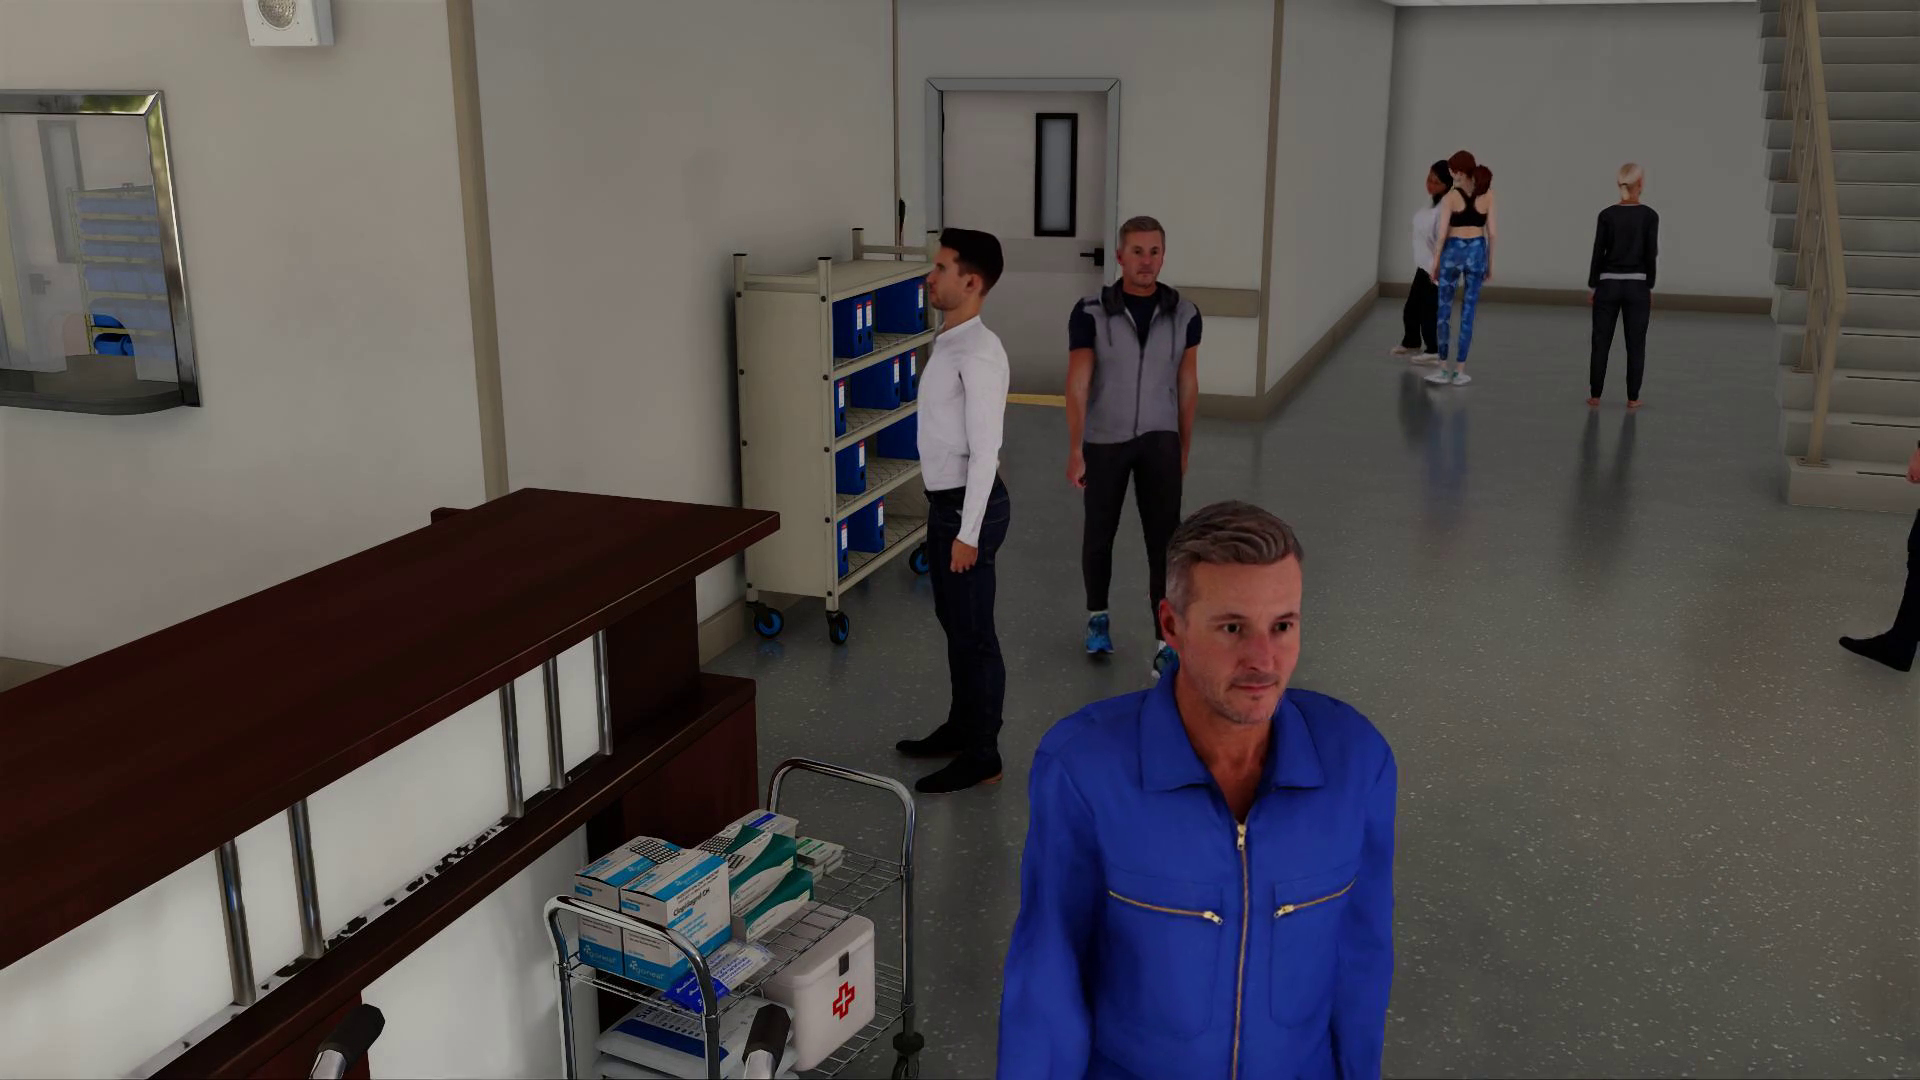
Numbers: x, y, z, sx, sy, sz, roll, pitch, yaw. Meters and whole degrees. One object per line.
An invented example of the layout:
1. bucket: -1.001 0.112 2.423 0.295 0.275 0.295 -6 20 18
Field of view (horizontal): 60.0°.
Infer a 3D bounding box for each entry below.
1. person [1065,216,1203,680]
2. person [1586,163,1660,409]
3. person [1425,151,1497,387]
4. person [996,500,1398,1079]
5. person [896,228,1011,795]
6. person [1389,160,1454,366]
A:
1. person: 0.652 -0.372 6.651 0.984 1.792 1.168 -1 16 -3
2. person: 4.755 -1.827 11.932 0.618 1.726 0.538 7 17 23
3. person: 3.841 -2.061 12.678 0.685 1.772 0.675 6 17 20
4. person: 0.314 0.807 2.440 1.015 1.808 1.148 -3 16 -9
5. person: 0.022 -0.102 5.547 0.781 1.872 0.691 -3 16 -12
6. person: 3.882 -2.229 13.486 0.838 1.656 0.711 6 17 21
